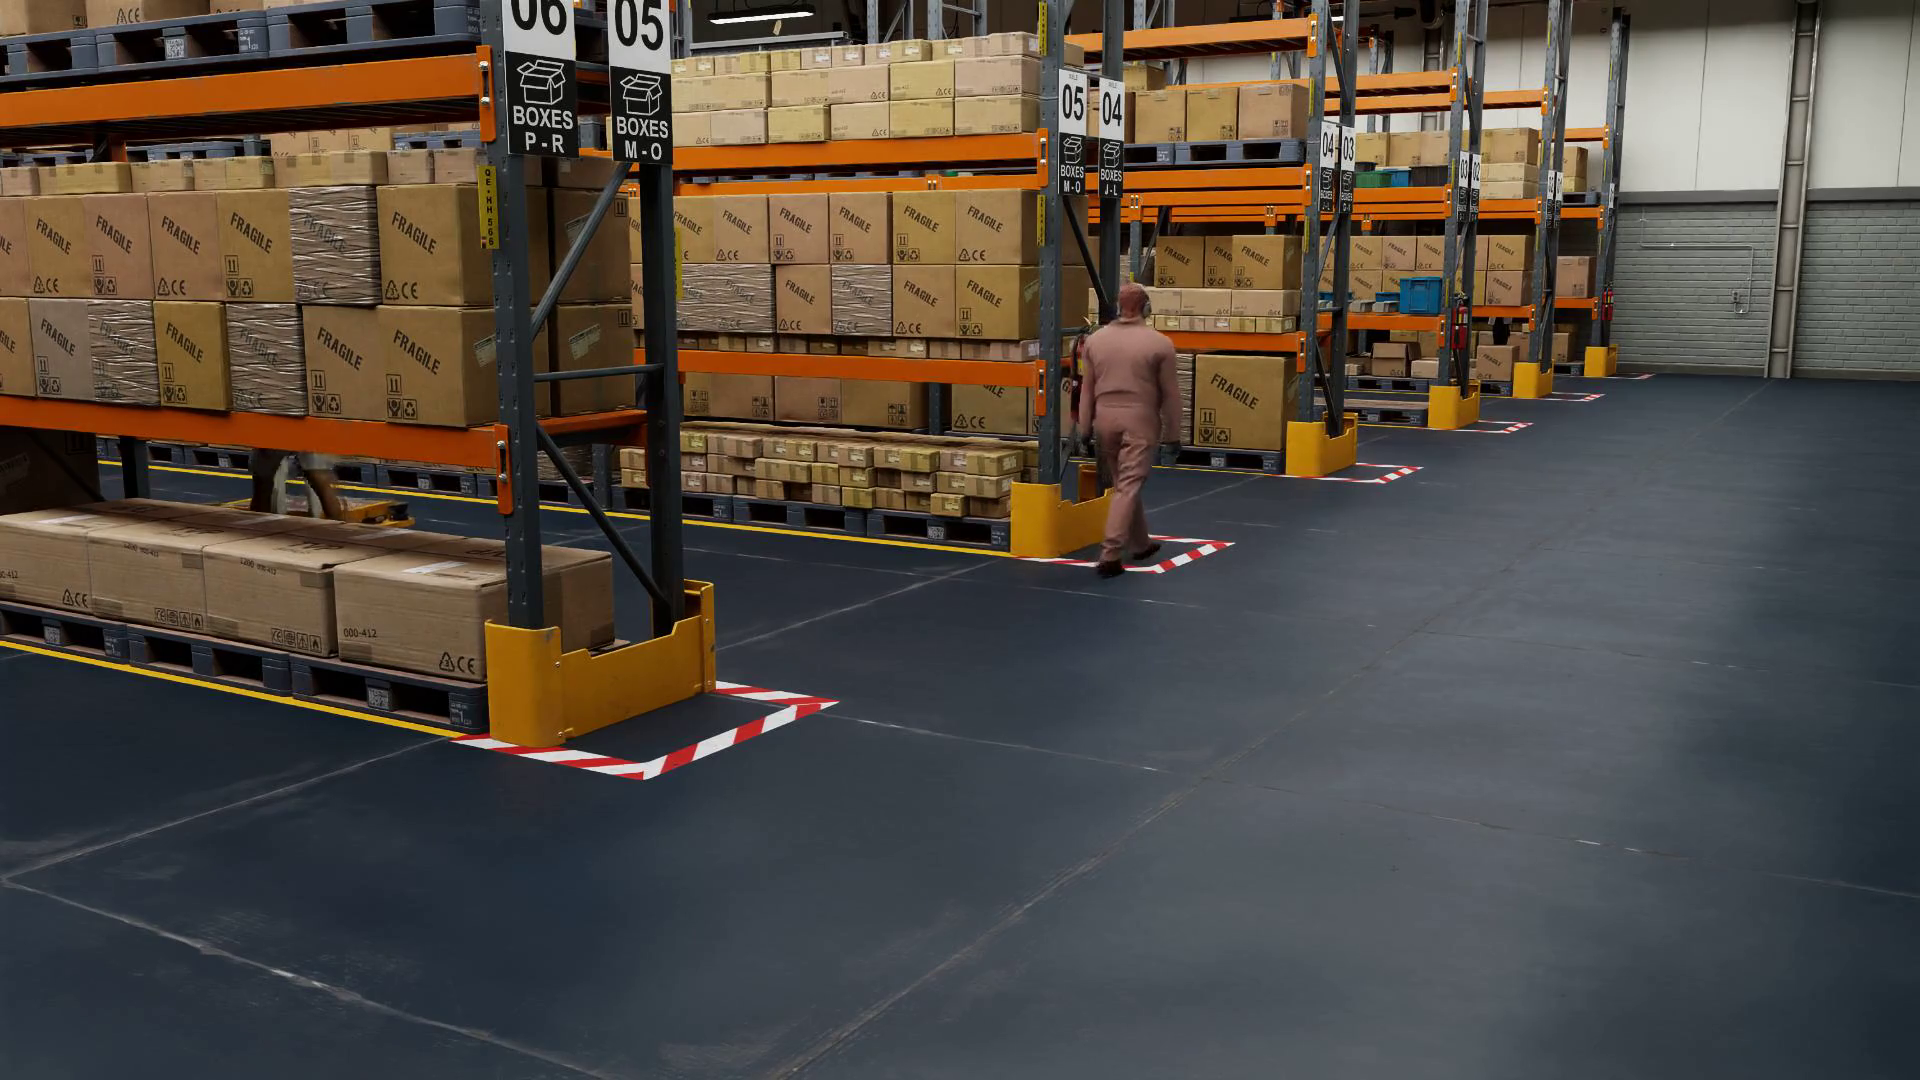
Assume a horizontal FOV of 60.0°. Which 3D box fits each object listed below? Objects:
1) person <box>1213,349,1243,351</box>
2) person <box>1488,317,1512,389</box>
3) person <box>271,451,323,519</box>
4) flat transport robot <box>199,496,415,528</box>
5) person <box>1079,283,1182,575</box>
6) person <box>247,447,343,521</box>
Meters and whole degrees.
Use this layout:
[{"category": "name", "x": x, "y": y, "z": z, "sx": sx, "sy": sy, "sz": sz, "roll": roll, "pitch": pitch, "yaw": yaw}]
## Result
[{"category": "person", "x": 3.075, "y": -2.083, "z": 18.655, "sx": 0.992, "sy": 1.898, "sz": 0.651, "roll": 2, "pitch": 10, "yaw": 12}, {"category": "person", "x": 8.329, "y": -3.283, "z": 25.563, "sx": 0.392, "sy": 1.920, "sz": 0.592, "roll": 5, "pitch": 11, "yaw": 26}, {"category": "person", "x": -4.716, "y": -0.892, "z": 11.700, "sx": 0.521, "sy": 1.874, "sz": 0.327, "roll": -2, "pitch": 10, "yaw": -12}, {"category": "flat transport robot", "x": -4.814, "y": -0.183, "z": 12.227, "sx": 1.431, "sy": 0.197, "sz": 0.652, "roll": 3, "pitch": 10, "yaw": 18}, {"category": "person", "x": 1.118, "y": -0.725, "z": 10.784, "sx": 0.661, "sy": 1.860, "sz": 1.019, "roll": 6, "pitch": 12, "yaw": 33}, {"category": "person", "x": -4.375, "y": -0.774, "z": 10.718, "sx": 1.101, "sy": 1.969, "sz": 0.649, "roll": 5, "pitch": 11, "yaw": 26}]
